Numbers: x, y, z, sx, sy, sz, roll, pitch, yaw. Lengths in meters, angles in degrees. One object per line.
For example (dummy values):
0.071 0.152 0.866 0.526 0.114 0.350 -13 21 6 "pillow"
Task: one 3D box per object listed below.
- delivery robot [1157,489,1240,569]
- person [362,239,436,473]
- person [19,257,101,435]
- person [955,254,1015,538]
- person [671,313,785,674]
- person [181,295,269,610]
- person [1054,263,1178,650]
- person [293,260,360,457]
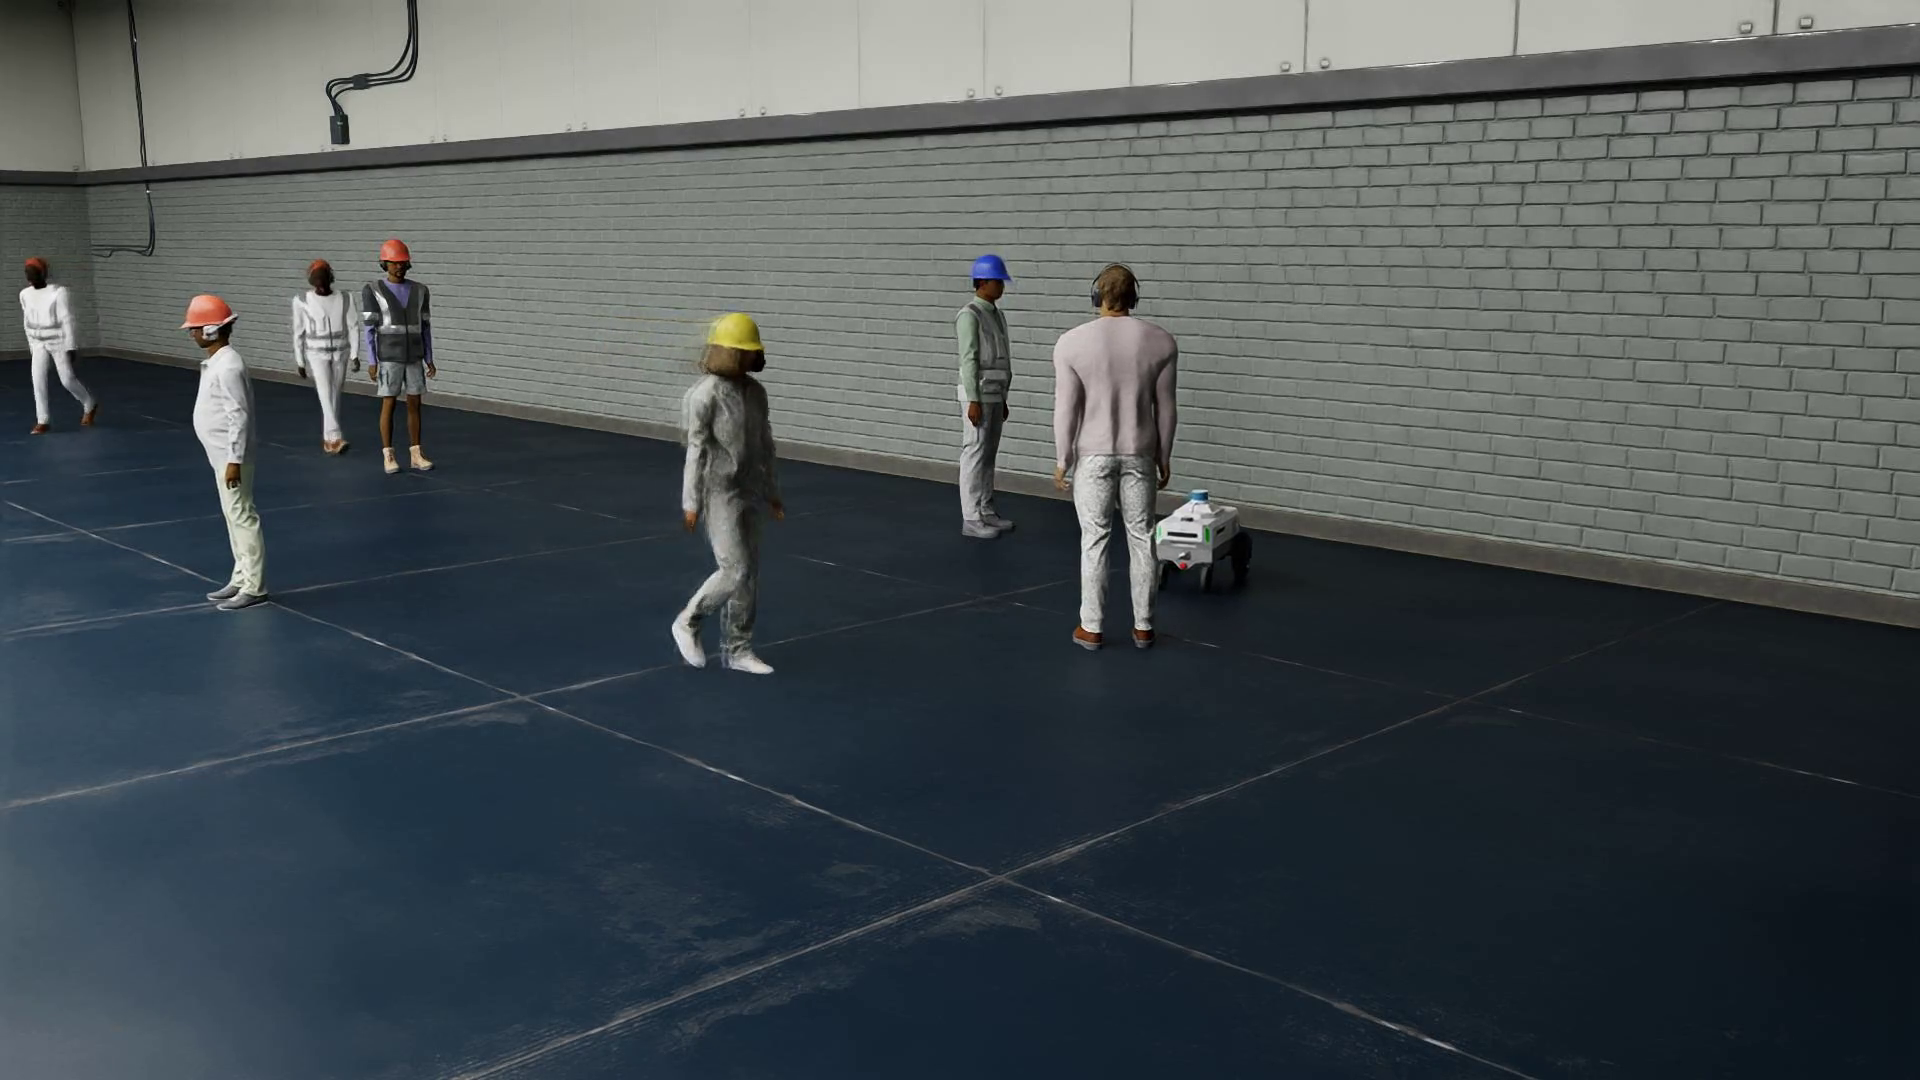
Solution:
1.431 -0.059 9.963 0.477 0.478 0.707 5 11 24 "delivery robot"
-4.907 -1.611 14.622 0.615 2.042 0.372 -9 14 -42 "person"
-9.574 -2.070 17.636 0.588 1.860 0.804 1 10 7 "person"
0.172 -1.000 11.545 0.381 1.950 0.605 4 11 21 "person"
-1.073 -0.201 7.799 0.429 1.725 0.502 6 12 29 "person"
-4.103 -0.486 9.284 0.339 1.748 0.564 -6 12 -29 "person"
0.773 -0.409 8.350 0.627 1.940 0.375 -1 10 -5 "person"
-5.946 -1.707 15.702 0.565 1.827 0.987 -7 12 -33 "person"
